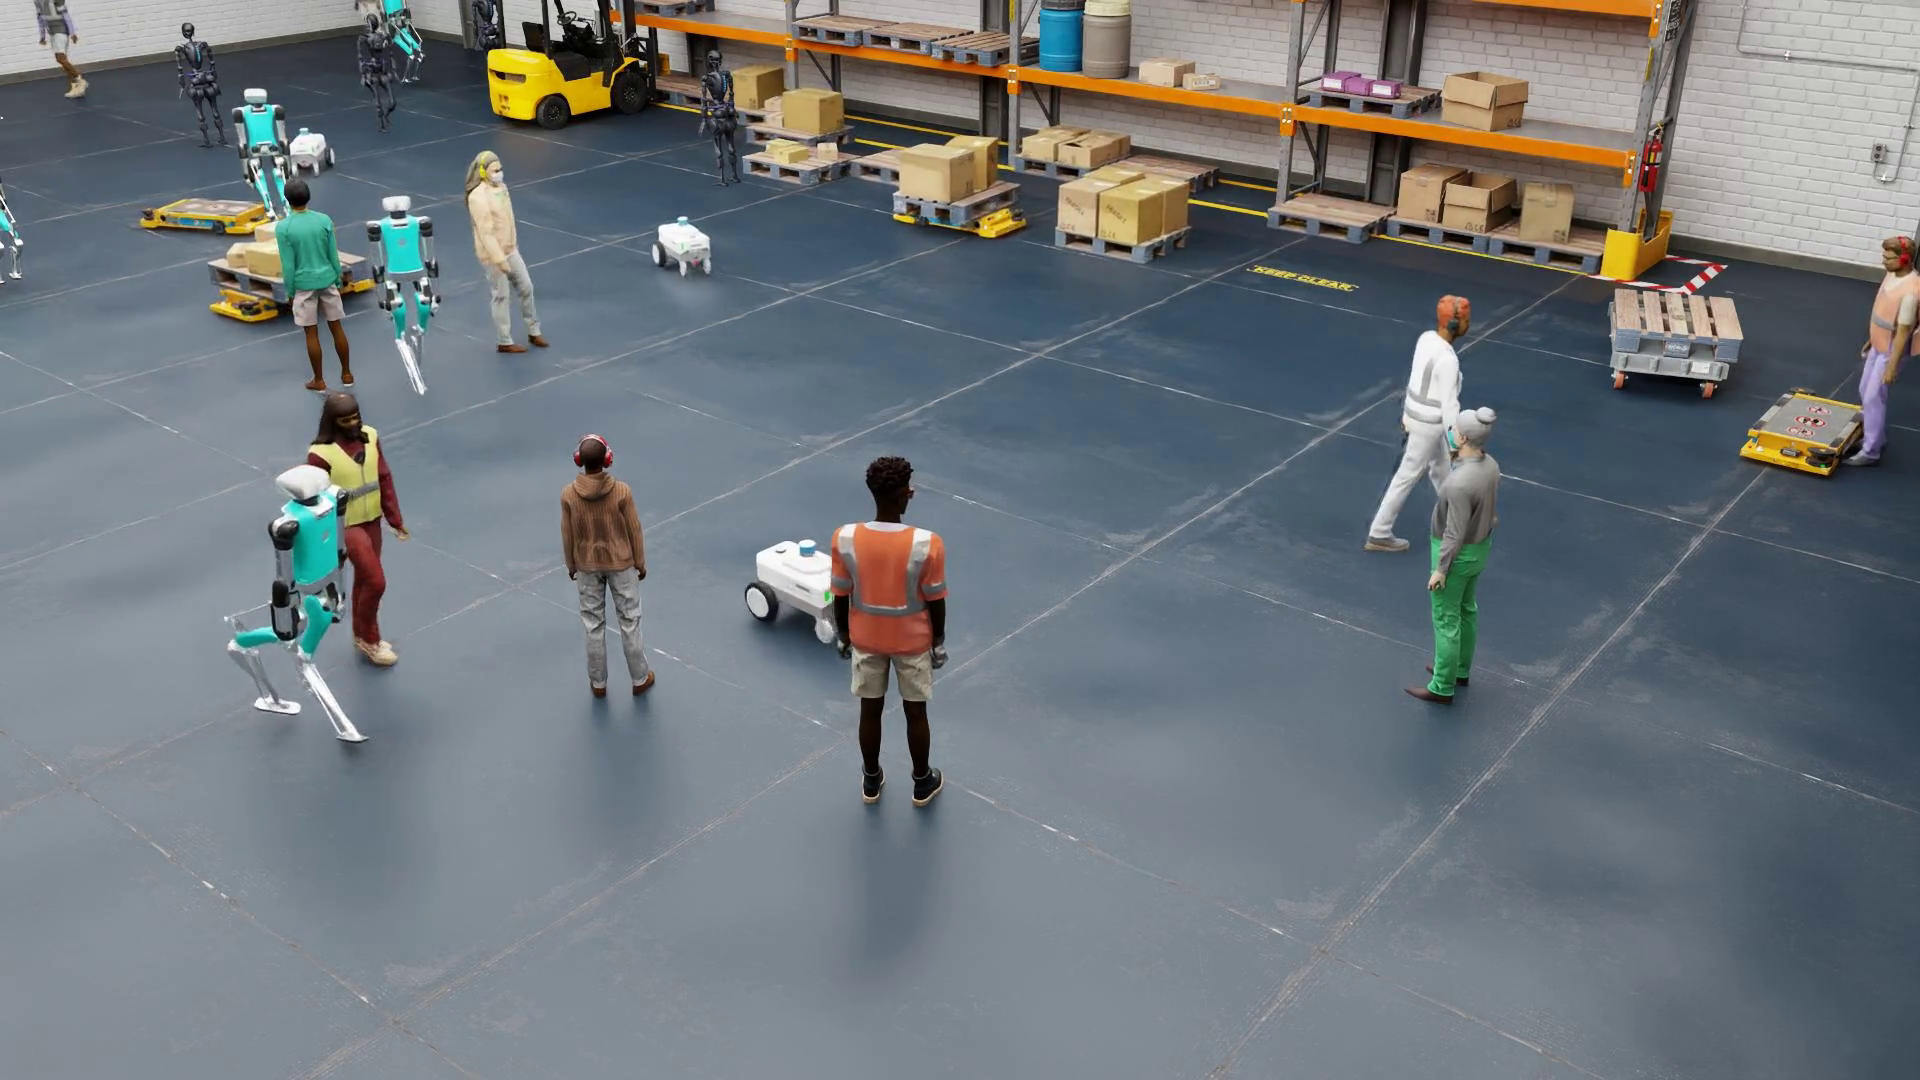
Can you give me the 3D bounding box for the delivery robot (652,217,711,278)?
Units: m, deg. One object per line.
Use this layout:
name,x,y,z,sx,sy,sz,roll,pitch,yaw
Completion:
delivery robot,-2.946,-3.150,17.754,0.499,0.585,0.784,-14,29,-27

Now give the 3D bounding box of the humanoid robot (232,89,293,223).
humanoid robot,-7.475,-3.913,18.061,0.540,1.869,0.689,-13,29,-26

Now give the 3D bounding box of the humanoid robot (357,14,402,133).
humanoid robot,-8.333,-6.675,23.771,0.593,1.644,0.403,-23,34,-39

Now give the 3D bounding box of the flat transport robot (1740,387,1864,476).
flat transport robot,6.841,-0.882,13.396,0.659,0.231,1.431,19,32,34

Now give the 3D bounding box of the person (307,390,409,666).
person,-3.586,-0.072,10.016,0.565,1.749,0.462,12,28,23

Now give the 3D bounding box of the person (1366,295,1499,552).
person,3.312,-0.770,11.362,0.981,1.832,0.612,1,26,1

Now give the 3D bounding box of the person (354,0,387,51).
person,-10.698,-9.668,30.031,0.520,1.630,0.361,12,28,24

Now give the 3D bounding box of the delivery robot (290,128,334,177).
delivery robot,-8.535,-5.085,21.783,0.499,0.605,0.799,-4,26,-8

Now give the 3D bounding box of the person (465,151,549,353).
person,-4.140,-2.608,15.141,0.570,1.859,0.579,8,27,16

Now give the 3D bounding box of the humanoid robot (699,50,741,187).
humanoid robot,-3.029,-5.314,20.941,0.315,1.657,0.599,19,32,34

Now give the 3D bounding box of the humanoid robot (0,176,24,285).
humanoid robot,-9.815,-3.401,16.772,0.735,1.676,0.533,19,32,34

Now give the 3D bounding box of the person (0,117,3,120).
person,-14.441,-7.070,24.411,0.509,1.830,0.819,-9,27,-17

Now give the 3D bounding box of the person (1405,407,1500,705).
person,2.872,0.079,9.601,0.325,1.840,0.524,19,32,34

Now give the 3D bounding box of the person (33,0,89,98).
person,-14.130,-7.911,25.957,0.647,2.004,0.496,13,29,25

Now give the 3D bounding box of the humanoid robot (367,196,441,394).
humanoid robot,-4.776,-2.122,14.364,0.540,1.836,0.846,-10,28,-20

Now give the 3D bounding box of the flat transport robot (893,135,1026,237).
flat transport robot,-0.015,-3.782,19.403,1.431,0.231,0.659,16,30,30

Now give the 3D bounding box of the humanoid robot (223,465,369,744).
humanoid robot,-3.761,0.359,9.188,0.995,1.726,0.530,9,27,17

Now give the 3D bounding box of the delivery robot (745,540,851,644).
delivery robot,-0.970,0.283,10.643,0.774,0.583,0.499,22,33,38

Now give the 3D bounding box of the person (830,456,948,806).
person,-0.355,0.493,8.603,0.605,1.963,0.374,5,26,10

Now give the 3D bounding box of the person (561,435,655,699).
person,-2.054,0.166,9.631,0.460,1.651,0.329,-2,26,-4

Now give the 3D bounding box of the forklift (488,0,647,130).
forklift,-5.874,-7.334,24.552,1.214,2.155,2.313,19,32,34

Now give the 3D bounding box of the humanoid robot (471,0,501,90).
humanoid robot,-7.558,-8.090,26.693,0.315,1.655,0.599,19,32,34

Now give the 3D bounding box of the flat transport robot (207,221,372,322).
flat transport robot,-6.732,-2.504,16.757,0.659,0.231,1.431,16,30,30

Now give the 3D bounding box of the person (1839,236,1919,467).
person,7.123,-1.437,12.755,0.465,1.822,0.629,6,26,13

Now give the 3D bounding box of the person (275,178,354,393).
person,-5.528,-2.172,14.251,0.494,1.850,0.397,-19,32,-34

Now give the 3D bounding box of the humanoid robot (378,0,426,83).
humanoid robot,-8.909,-8.194,26.698,0.735,1.677,0.533,19,32,34

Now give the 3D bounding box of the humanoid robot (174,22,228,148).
humanoid robot,-10.489,-6.277,22.933,0.315,1.657,0.599,19,32,34

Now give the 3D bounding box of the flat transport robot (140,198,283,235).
flat transport robot,-8.724,-3.773,19.384,1.431,0.231,0.659,6,26,13
